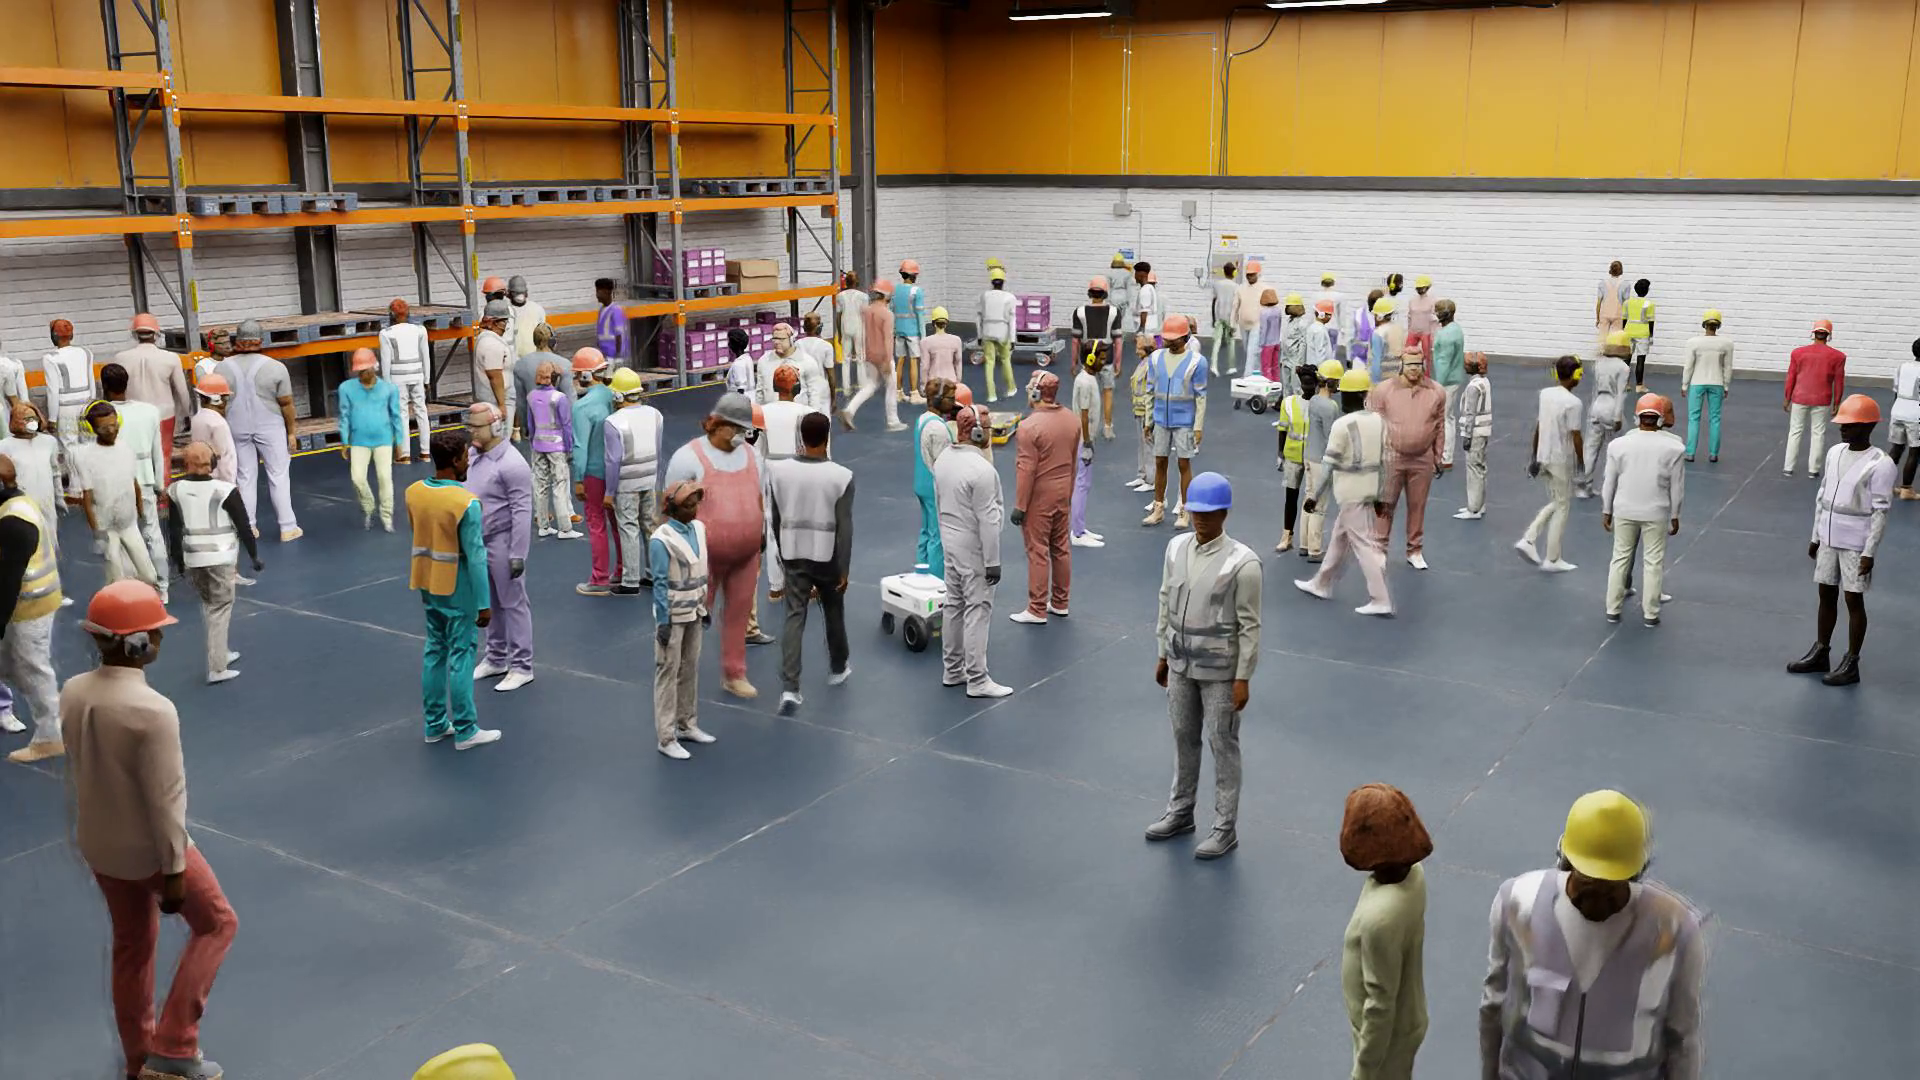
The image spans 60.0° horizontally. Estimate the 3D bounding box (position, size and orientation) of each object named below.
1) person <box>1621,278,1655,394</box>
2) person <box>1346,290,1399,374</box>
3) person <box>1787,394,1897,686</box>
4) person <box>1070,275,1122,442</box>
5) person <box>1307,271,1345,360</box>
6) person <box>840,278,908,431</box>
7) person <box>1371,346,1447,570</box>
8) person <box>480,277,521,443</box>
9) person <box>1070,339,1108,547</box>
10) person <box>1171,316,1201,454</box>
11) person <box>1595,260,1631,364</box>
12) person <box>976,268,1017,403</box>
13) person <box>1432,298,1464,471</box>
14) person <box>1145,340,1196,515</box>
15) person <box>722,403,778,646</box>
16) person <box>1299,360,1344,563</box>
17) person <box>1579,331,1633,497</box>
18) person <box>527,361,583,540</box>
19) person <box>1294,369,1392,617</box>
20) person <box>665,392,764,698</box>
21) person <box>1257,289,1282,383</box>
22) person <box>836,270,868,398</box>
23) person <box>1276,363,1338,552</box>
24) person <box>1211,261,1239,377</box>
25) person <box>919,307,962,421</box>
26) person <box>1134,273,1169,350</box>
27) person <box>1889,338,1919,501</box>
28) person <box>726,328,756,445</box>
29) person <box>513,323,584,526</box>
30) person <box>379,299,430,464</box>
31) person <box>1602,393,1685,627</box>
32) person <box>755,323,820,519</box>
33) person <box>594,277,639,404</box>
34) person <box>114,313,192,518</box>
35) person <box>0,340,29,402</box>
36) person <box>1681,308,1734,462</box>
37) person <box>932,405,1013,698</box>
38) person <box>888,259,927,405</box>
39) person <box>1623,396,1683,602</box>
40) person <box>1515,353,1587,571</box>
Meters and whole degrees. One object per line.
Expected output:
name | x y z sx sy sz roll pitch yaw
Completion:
person | 10.055 -3.022 24.670 0.316 1.696 0.540 -9 16 -34
person | 5.264 -2.298 21.290 0.652 1.804 0.670 4 13 15
person | 5.869 -0.002 11.039 0.357 1.938 0.545 -4 14 -17
person | 1.679 -2.220 20.436 0.621 2.041 0.391 1 13 5
person | 5.612 -3.255 25.546 0.554 1.742 0.620 1 13 4
person | -1.089 -2.332 21.093 0.852 1.970 0.623 -9 16 -35
person | 3.787 -0.689 14.090 0.653 1.906 0.405 0 13 1
person | -5.599 -2.158 20.162 0.377 2.041 0.616 5 14 23
person | 1.158 -0.876 14.995 0.335 1.865 0.519 1 13 5
person | 2.687 -1.827 19.629 0.312 1.635 0.517 -2 13 -9
person | 10.397 -3.523 26.516 0.506 1.846 0.345 7 15 28
person | 0.546 -2.957 23.953 0.603 1.893 0.829 2 13 10
person | 5.422 -1.732 18.573 0.376 1.929 0.629 5 14 22
person | 2.090 -1.186 16.318 0.530 1.874 0.311 9 16 34
person | -1.527 -0.117 11.963 0.350 1.739 0.572 -8 15 -32
person | 3.143 -0.678 14.364 0.341 1.760 0.525 -1 13 -6
person | 6.712 -1.283 17.065 0.716 1.714 0.511 -5 14 -20
person | -3.734 -0.815 15.225 0.514 1.637 0.310 8 15 31
person | 2.997 -0.377 12.811 0.972 1.875 0.593 12 18 43
person | -1.606 -0.025 10.912 0.701 2.000 0.798 -9 16 -33
person | 4.370 -2.738 23.574 0.289 1.633 0.500 12 17 42
person | -1.547 -2.987 24.188 0.506 1.847 0.343 3 13 12
person | 3.049 -0.713 14.653 0.542 1.695 0.316 6 14 23
person | 4.217 -3.525 26.561 0.523 1.833 0.938 6 14 23
person | -0.233 -1.810 19.259 0.526 1.768 0.331 -5 14 -22
person | 2.870 -3.153 25.128 0.560 1.744 0.338 -6 14 -25
person | 9.718 -1.243 16.974 0.321 1.681 0.541 -2 13 -10
person | -2.313 -1.392 17.606 0.316 1.692 0.540 0 13 1
person | -3.886 -1.082 15.725 0.629 1.940 0.373 4 13 15
person | -6.319 -1.805 18.974 0.573 1.887 0.354 -11 17 -40
person | 5.101 -0.227 12.442 0.567 1.743 0.351 8 15 30
person | -1.677 -1.135 16.023 0.644 1.907 0.400 4 14 17
person | -4.493 -2.436 21.573 0.537 1.950 0.611 -8 15 -32
person | -7.881 -1.240 16.336 0.659 1.964 0.834 -3 13 -12
person | -9.168 -1.087 15.865 0.337 1.881 0.584 9 16 35
person | 8.555 -1.771 19.088 0.527 1.768 0.331 3 13 11
person | 0.090 0.071 10.794 0.408 1.908 0.643 -8 15 -30
person | -0.716 -2.941 23.559 0.616 2.041 0.379 10 16 36
person | 5.437 -0.324 13.106 0.269 1.630 0.507 -10 16 -36
person | 5.003 -0.641 13.979 0.435 1.854 0.535 -3 13 -11
